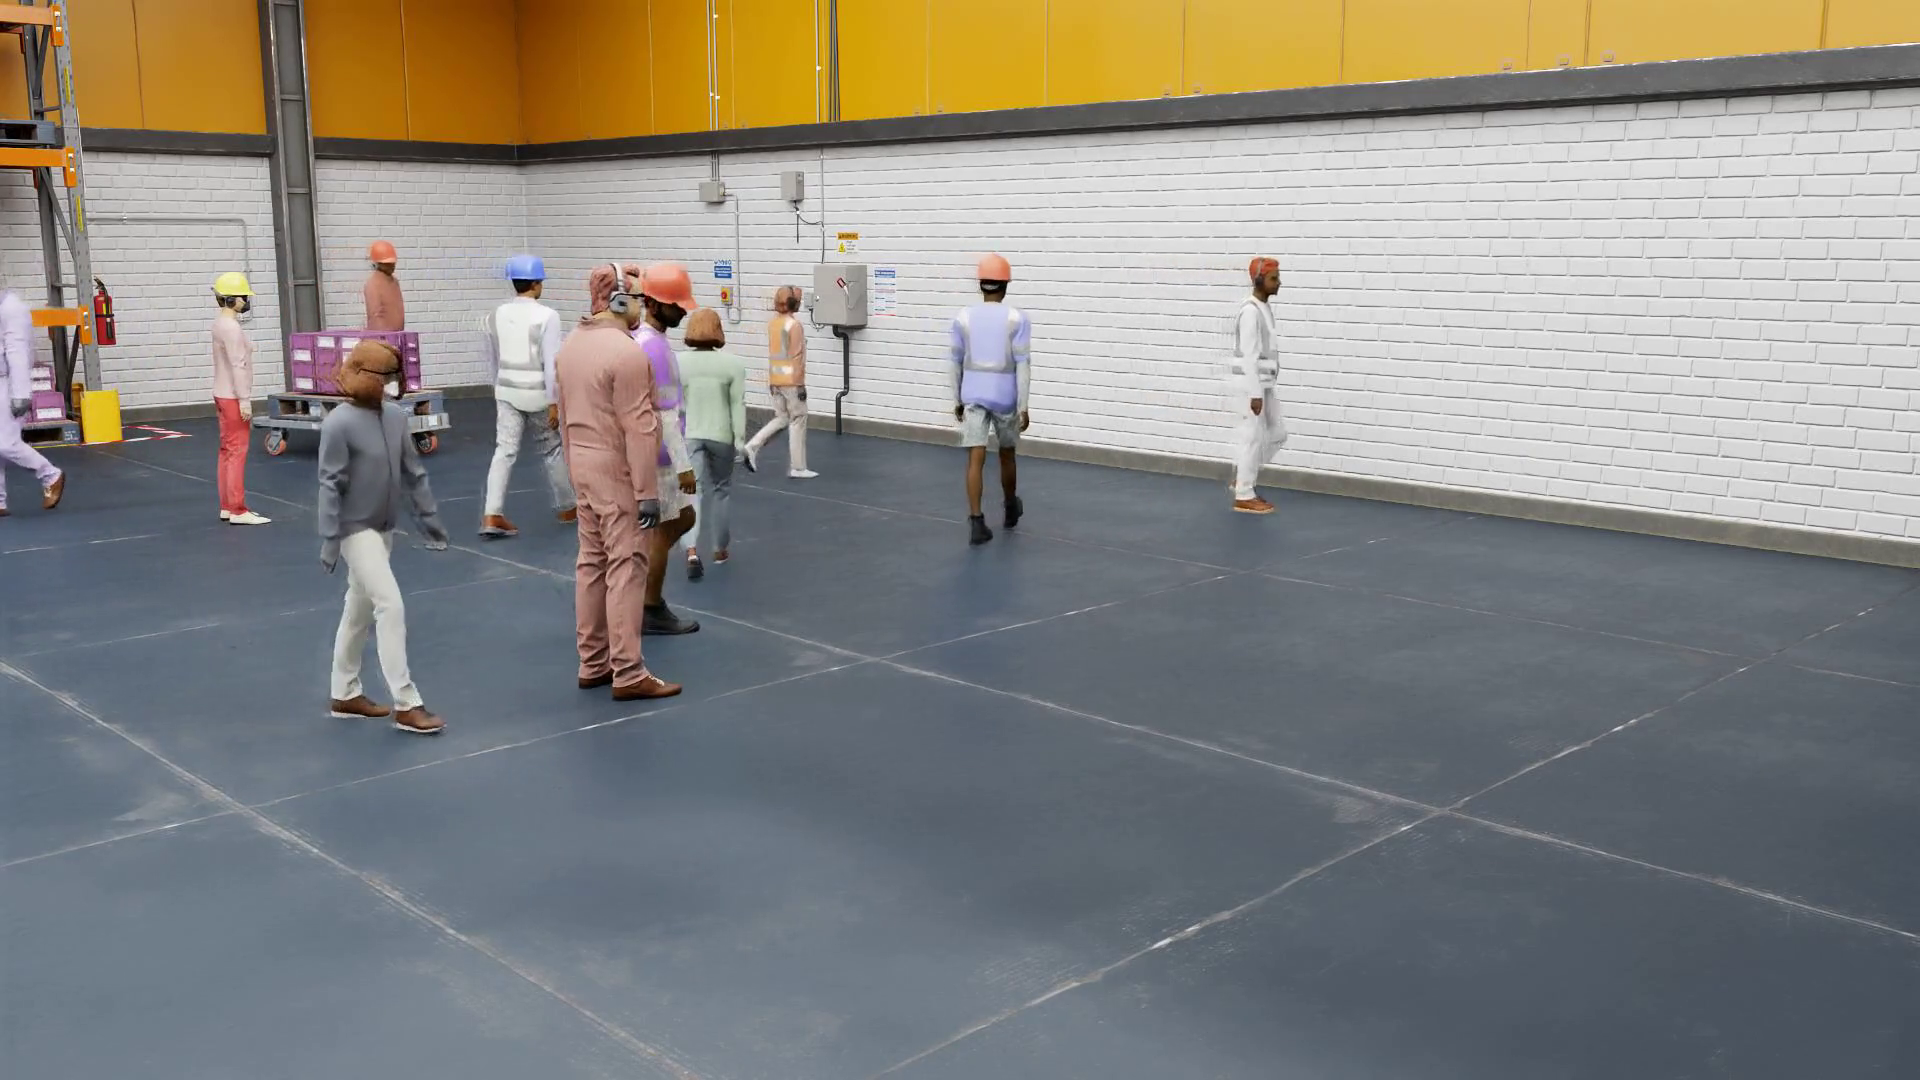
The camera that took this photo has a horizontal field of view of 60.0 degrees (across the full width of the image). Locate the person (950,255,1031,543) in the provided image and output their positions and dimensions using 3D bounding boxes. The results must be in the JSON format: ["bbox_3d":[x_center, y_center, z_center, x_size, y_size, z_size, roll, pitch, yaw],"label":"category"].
[{"bbox_3d":[0.218,-0.962,11.204,0.569,1.882,0.976,2,11,13],"label":"person"}]

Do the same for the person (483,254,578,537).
[{"bbox_3d":[-2.940,-0.981,11.290,0.624,1.900,1.020,4,11,21],"label":"person"}]

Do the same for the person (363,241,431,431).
[{"bbox_3d":[-5.572,-1.951,16.391,0.678,1.960,0.635,2,11,9],"label":"person"}]

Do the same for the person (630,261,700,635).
[{"bbox_3d":[-1.484,-0.431,8.302,0.395,1.897,0.571,-2,11,-11],"label":"person"}]

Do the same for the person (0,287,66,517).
[{"bbox_3d":[-6.775,-1.071,11.826,0.695,1.877,0.576,5,11,24],"label":"person"}]

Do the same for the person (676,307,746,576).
[{"bbox_3d":[-1.538,-0.598,10.007,0.507,1.605,0.795,-1,10,-3],"label":"person"}]

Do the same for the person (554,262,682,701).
[{"bbox_3d":[-1.493,-0.255,7.307,0.402,1.904,0.652,-9,14,-40],"label":"person"}]

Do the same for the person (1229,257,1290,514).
[{"bbox_3d":[2.186,-1.113,12.084,0.421,1.865,0.600,4,11,23],"label":"person"}]

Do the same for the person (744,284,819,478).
[{"bbox_3d":[-1.484,-1.299,13.777,0.567,1.622,0.521,-6,12,-31],"label":"person"}]

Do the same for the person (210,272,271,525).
[{"bbox_3d":[-5.074,-0.990,11.694,0.328,1.767,0.531,-7,13,-34],"label":"person"}]

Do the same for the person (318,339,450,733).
[{"bbox_3d":[-2.342,-0.018,6.815,0.718,1.597,0.523,2,11,11],"label":"person"}]
